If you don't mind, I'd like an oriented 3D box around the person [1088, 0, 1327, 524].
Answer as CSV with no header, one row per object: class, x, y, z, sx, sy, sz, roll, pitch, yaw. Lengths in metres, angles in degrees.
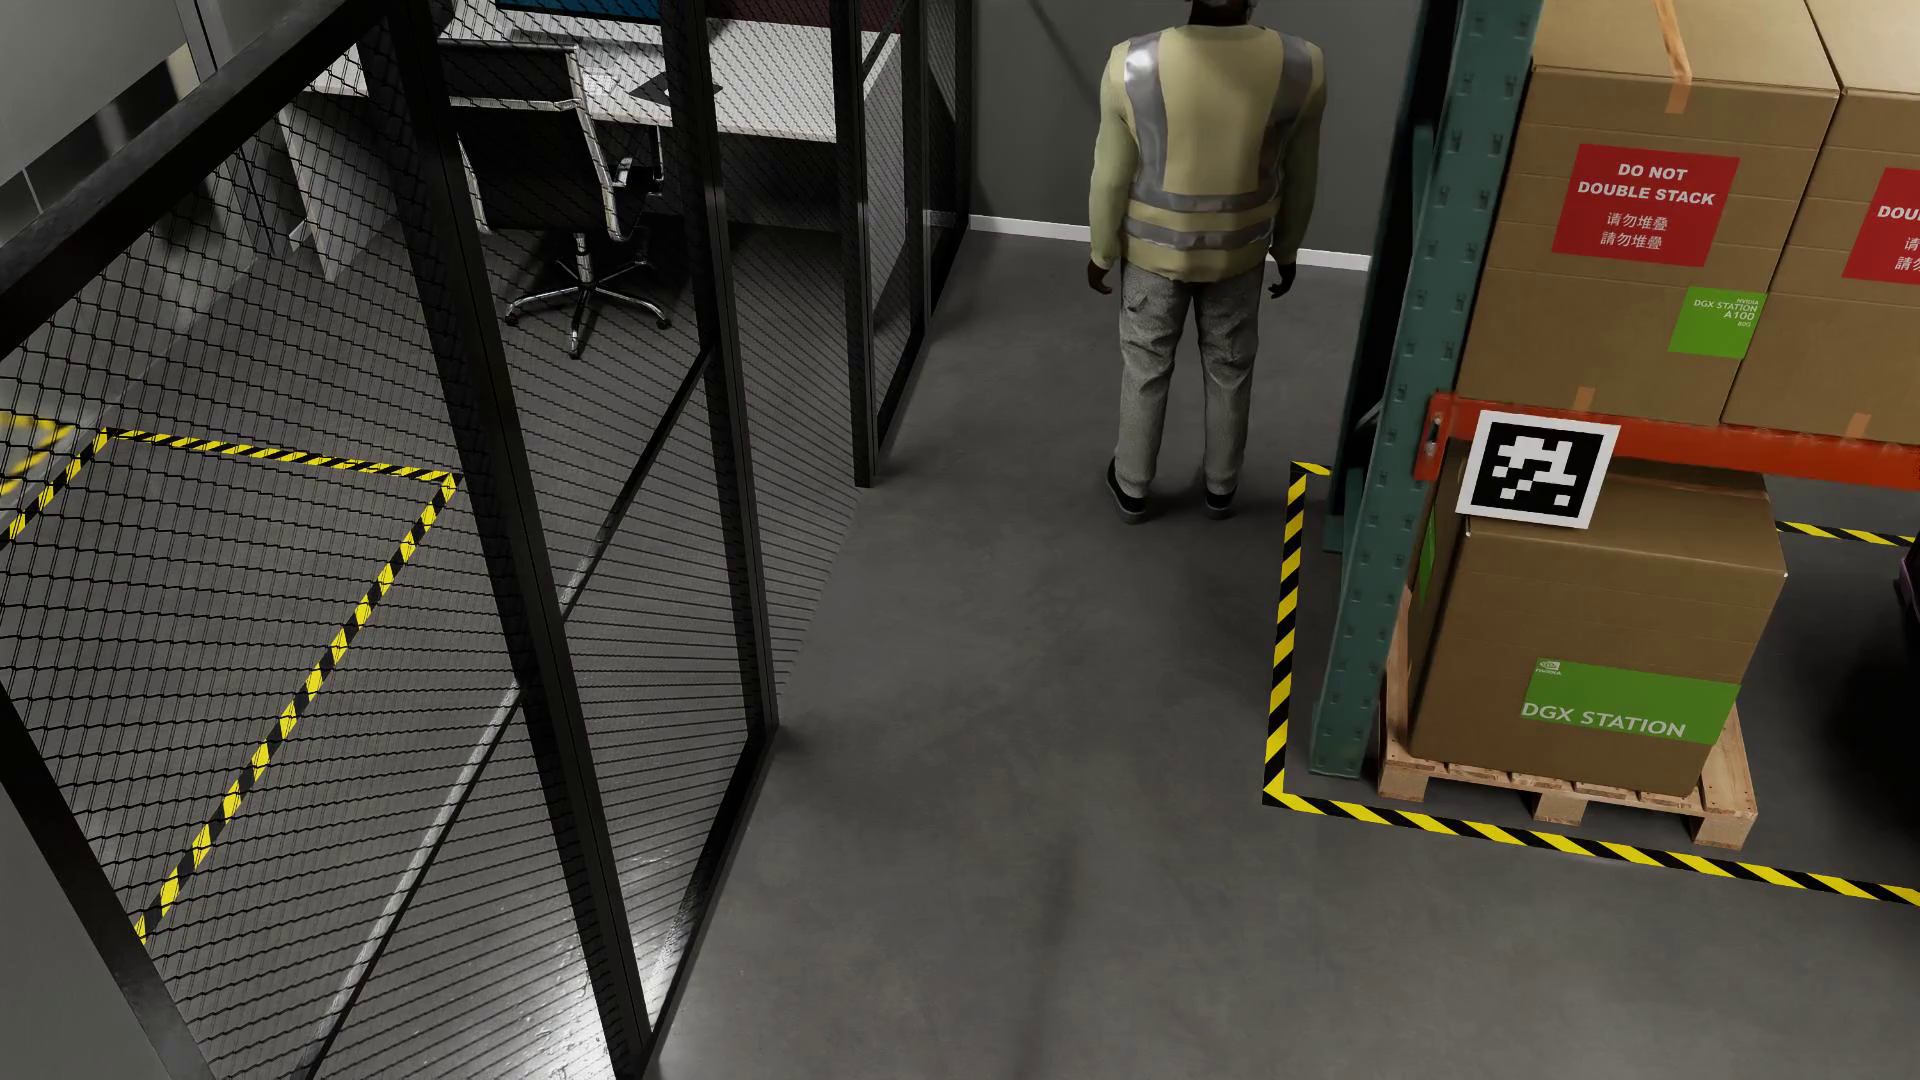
person,0.642,-0.826,4.530,0.601,1.828,0.404,-1,41,-1
